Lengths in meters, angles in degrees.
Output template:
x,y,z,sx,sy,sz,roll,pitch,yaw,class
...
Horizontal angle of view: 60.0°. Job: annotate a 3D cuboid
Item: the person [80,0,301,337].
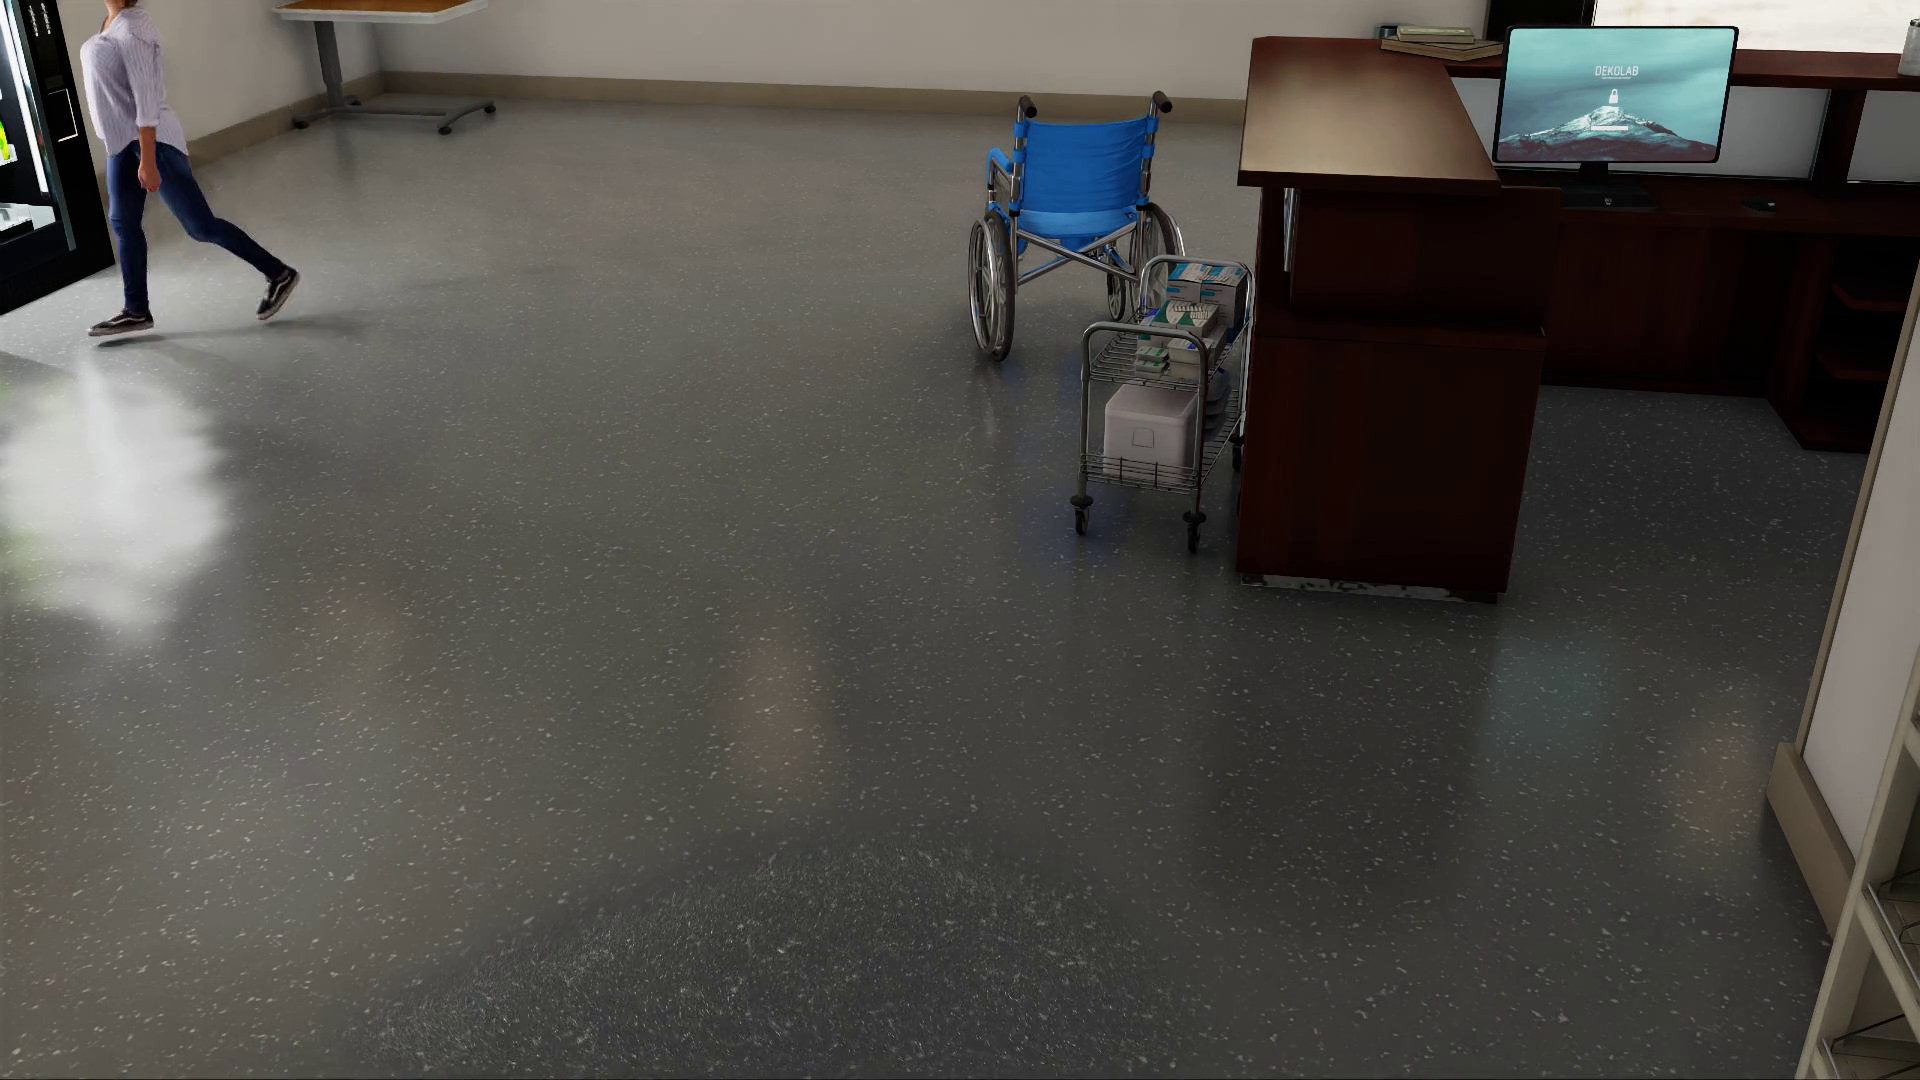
x,y,z,sx,sy,sz,roll,pitch,yaw,class
-3.413,-1.732,7.227,1.199,1.686,1.110,-19,32,-34,person
